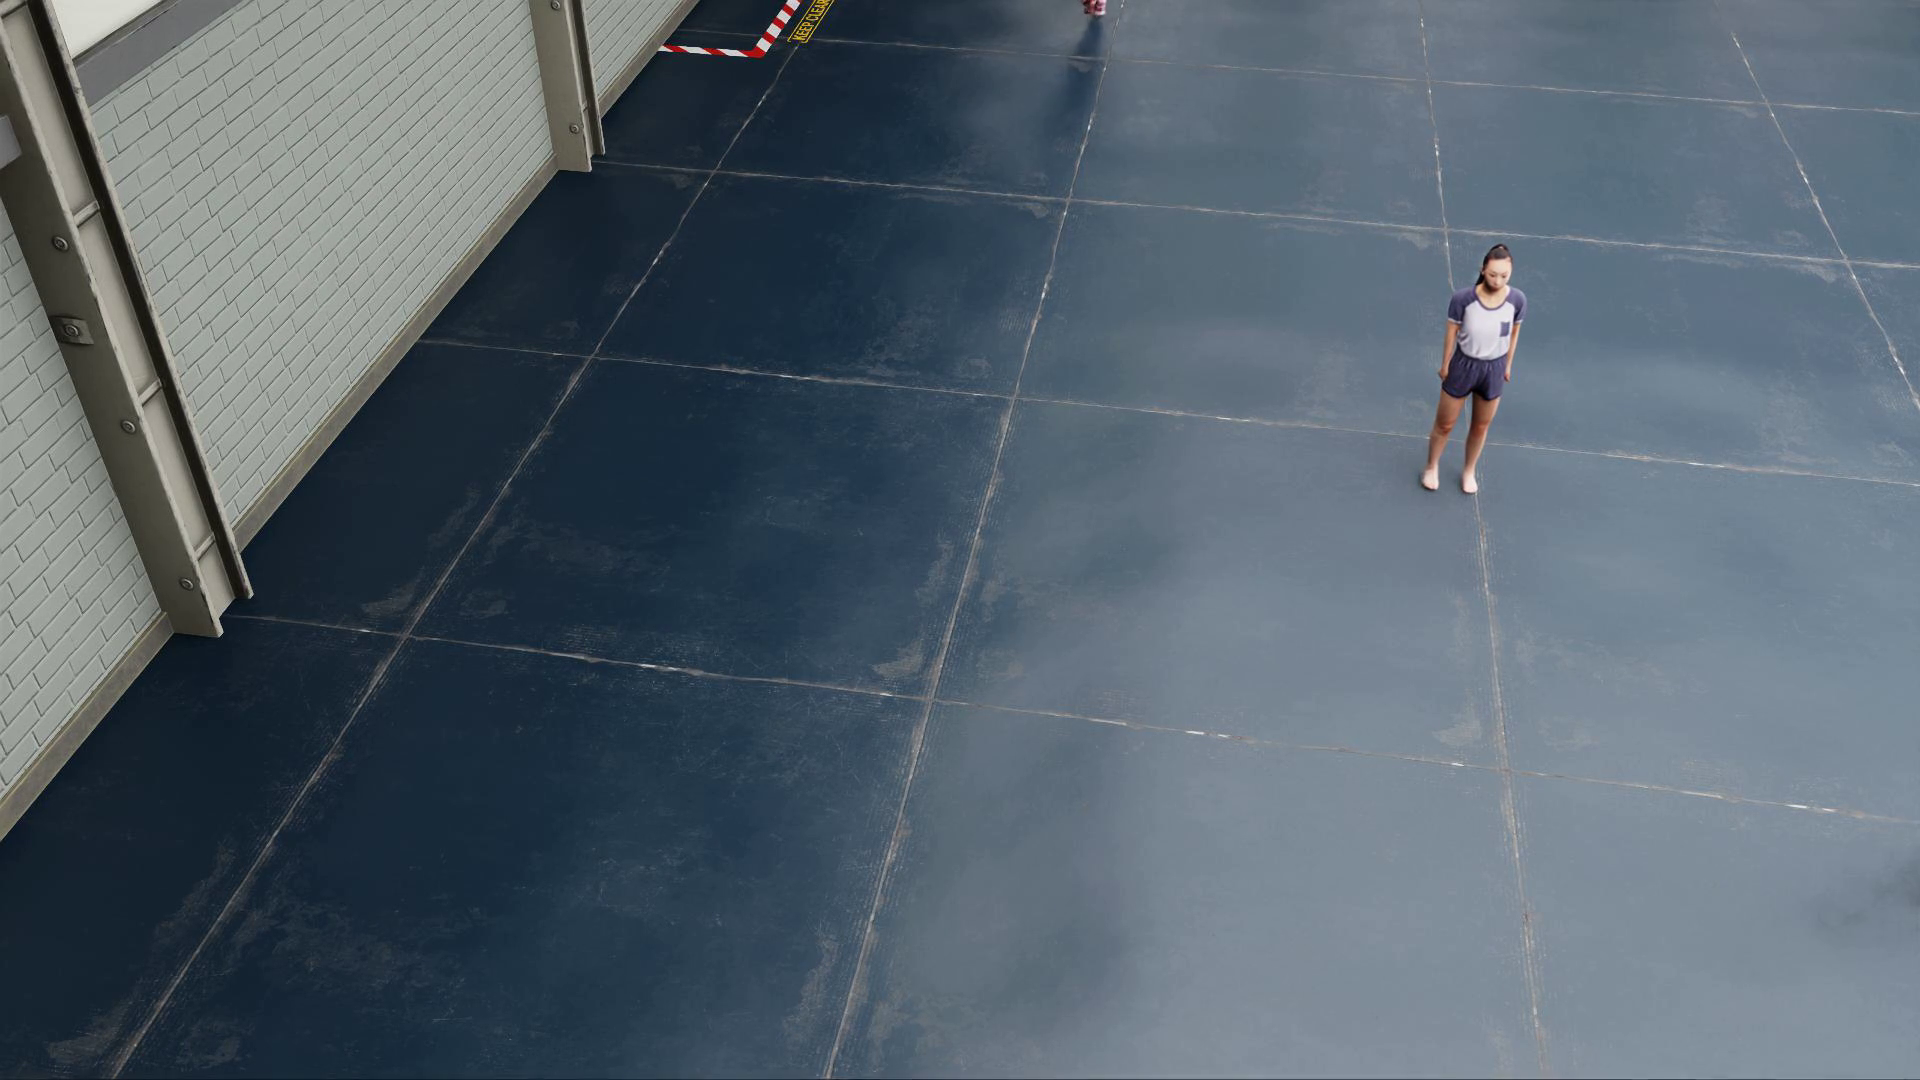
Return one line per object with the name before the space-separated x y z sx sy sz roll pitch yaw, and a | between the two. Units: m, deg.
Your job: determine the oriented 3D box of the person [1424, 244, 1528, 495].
person | 3.085 -1.014 9.972 0.608 1.646 0.541 2 38 3
